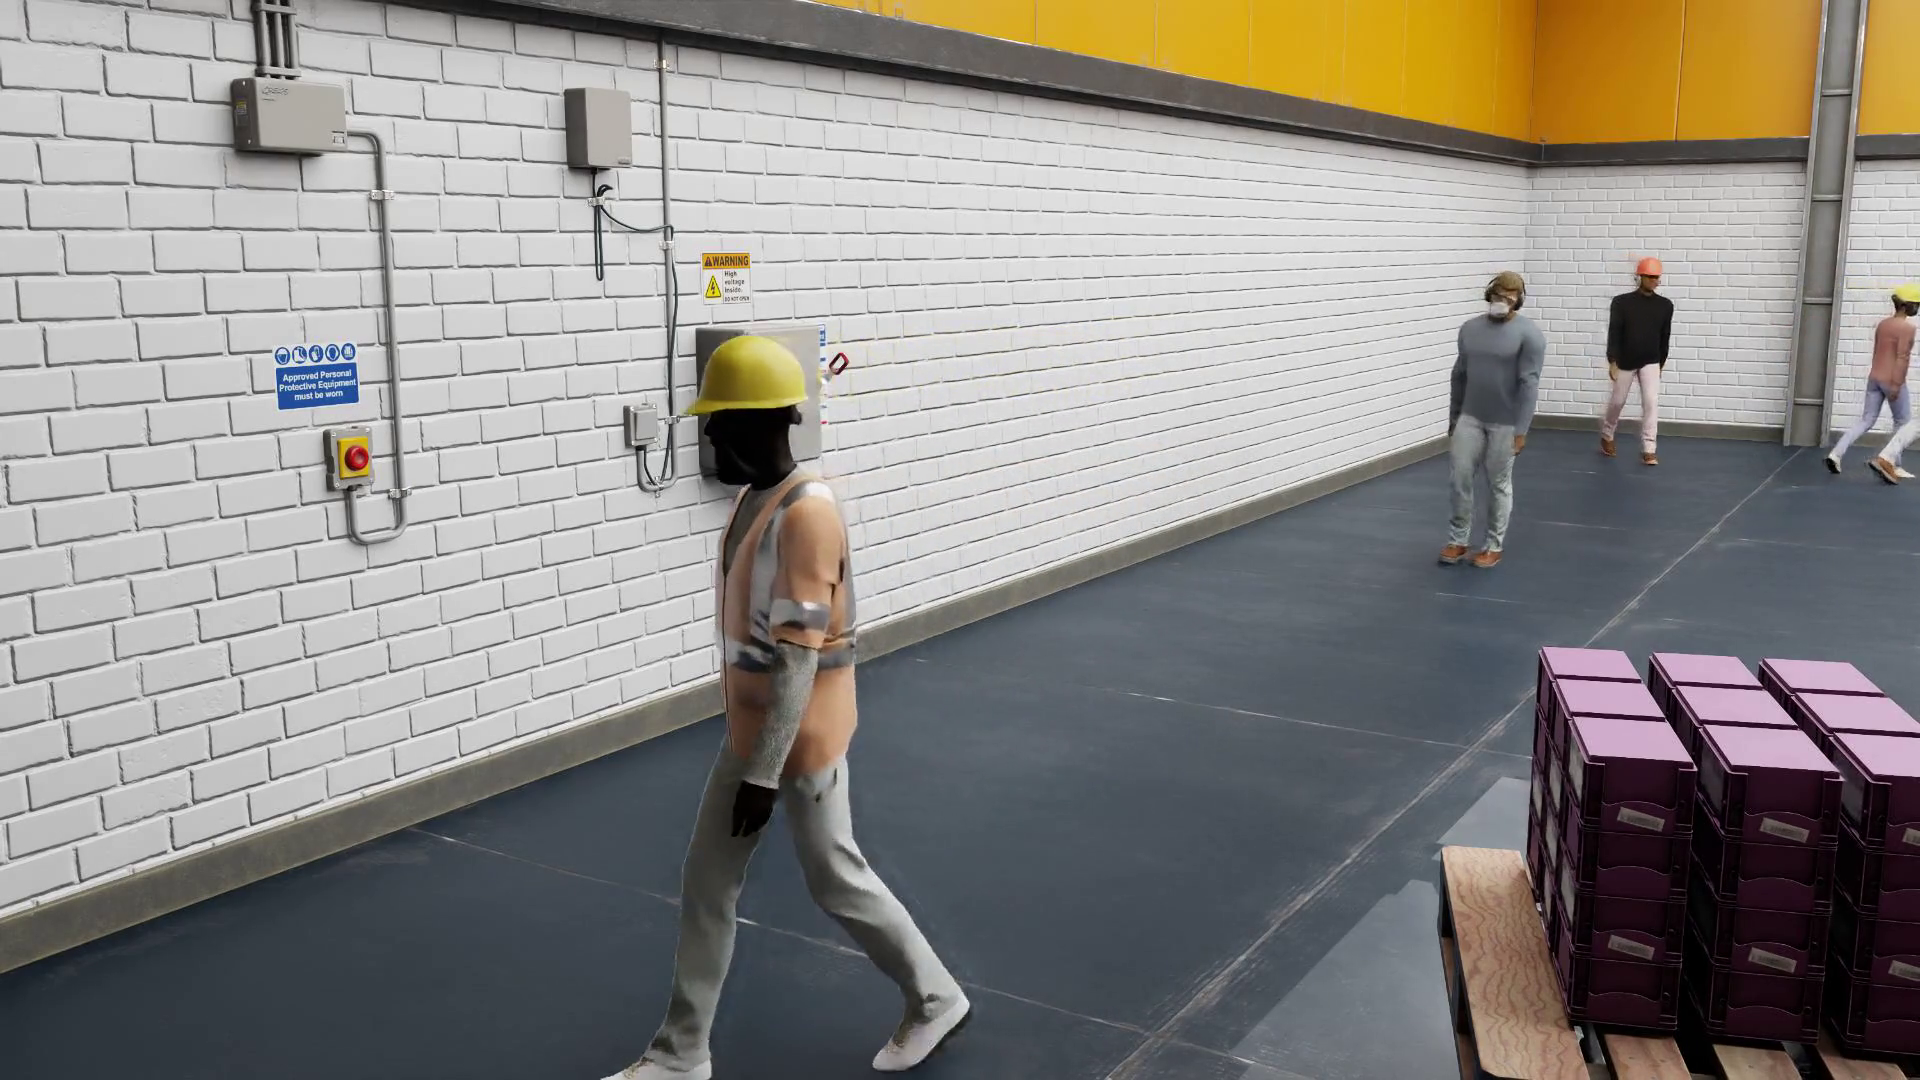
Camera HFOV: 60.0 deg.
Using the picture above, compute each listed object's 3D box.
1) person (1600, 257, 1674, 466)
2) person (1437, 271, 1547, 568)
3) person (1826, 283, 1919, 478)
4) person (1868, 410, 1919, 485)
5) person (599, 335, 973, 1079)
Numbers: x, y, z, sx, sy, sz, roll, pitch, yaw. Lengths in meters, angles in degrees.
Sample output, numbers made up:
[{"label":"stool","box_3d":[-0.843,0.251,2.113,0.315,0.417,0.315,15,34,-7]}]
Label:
[{"label":"person","box_3d":[6.447,-1.724,15.891,0.617,1.958,1.001,1,10,7]},{"label":"person","box_3d":[3.386,-0.743,10.561,0.532,1.906,0.667,-9,14,-42]},{"label":"person","box_3d":[8.131,-1.404,14.743,0.730,1.734,0.536,-1,10,-4]},{"label":"person","box_3d":[8.302,-1.369,14.062,0.949,1.897,0.649,0,10,-2]},{"label":"person","box_3d":[-0.407,0.443,4.060,0.949,1.886,0.588,-5,11,-27]}]
